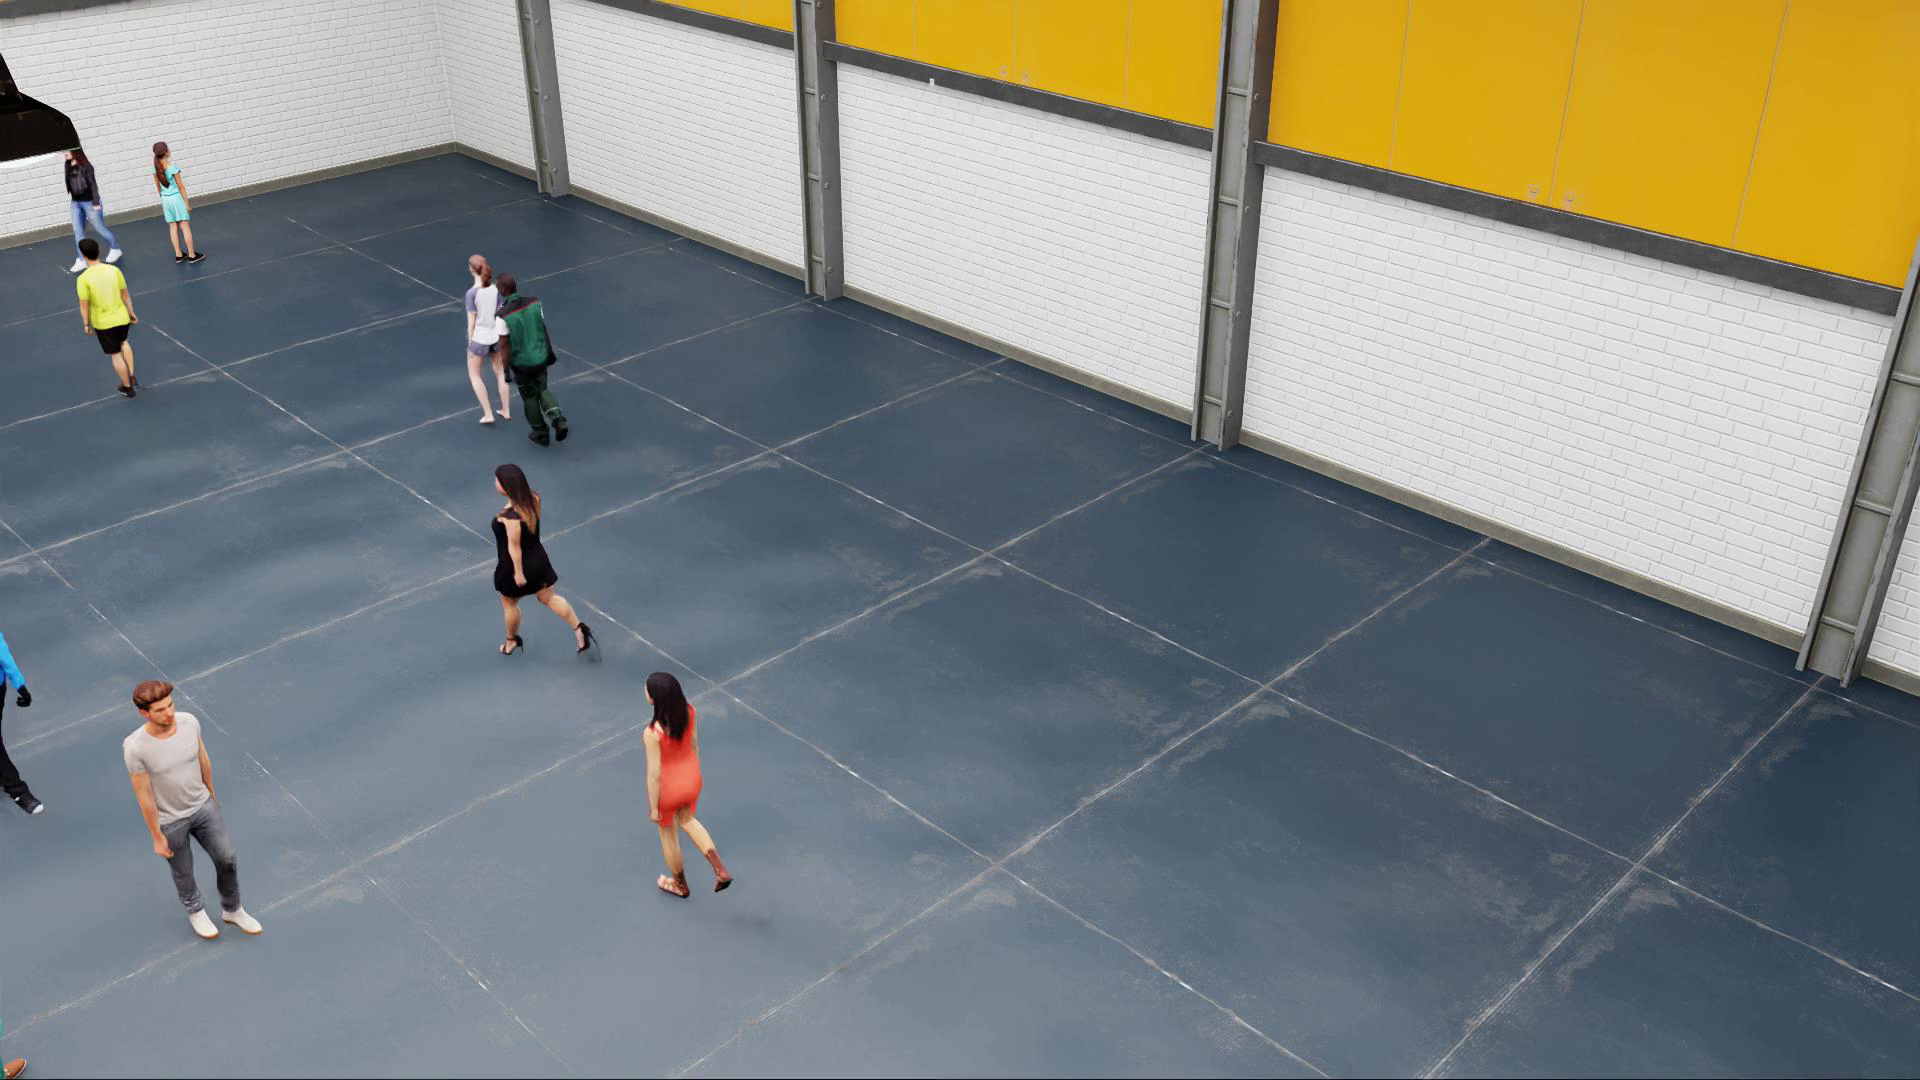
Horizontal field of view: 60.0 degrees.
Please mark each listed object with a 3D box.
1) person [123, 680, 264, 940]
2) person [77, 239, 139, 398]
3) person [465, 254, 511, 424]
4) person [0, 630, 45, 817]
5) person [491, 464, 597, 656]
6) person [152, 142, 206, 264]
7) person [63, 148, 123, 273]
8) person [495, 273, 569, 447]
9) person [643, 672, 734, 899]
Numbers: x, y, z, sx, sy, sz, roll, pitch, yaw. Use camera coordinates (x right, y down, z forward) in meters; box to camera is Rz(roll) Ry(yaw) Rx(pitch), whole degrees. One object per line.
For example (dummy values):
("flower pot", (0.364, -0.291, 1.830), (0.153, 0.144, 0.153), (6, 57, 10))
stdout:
("person", (-4.752, 1.609, 10.030), (0.751, 1.876, 0.696), (21, 35, 33))
("person", (-8.847, -2.305, 17.389), (0.655, 1.700, 0.674), (22, 35, 34))
("person", (-4.772, -2.010, 16.783), (0.550, 1.763, 0.600), (24, 37, 37))
("person", (-6.692, 1.006, 11.262), (1.135, 1.755, 0.796), (17, 33, 29))
("person", (-3.257, 0.205, 12.805), (1.157, 1.683, 0.994), (6, 29, 12))
("person", (-10.031, -4.315, 21.222), (0.632, 1.558, 0.708), (4, 29, 8))
("person", (-11.016, -4.264, 21.078), (1.000, 1.607, 0.950), (11, 30, 19))
("person", (-4.144, -1.696, 16.156), (0.765, 1.813, 0.860), (-23, 36, -36))
("person", (-1.691, 1.565, 10.290), (0.855, 1.705, 0.678), (19, 34, 31))
